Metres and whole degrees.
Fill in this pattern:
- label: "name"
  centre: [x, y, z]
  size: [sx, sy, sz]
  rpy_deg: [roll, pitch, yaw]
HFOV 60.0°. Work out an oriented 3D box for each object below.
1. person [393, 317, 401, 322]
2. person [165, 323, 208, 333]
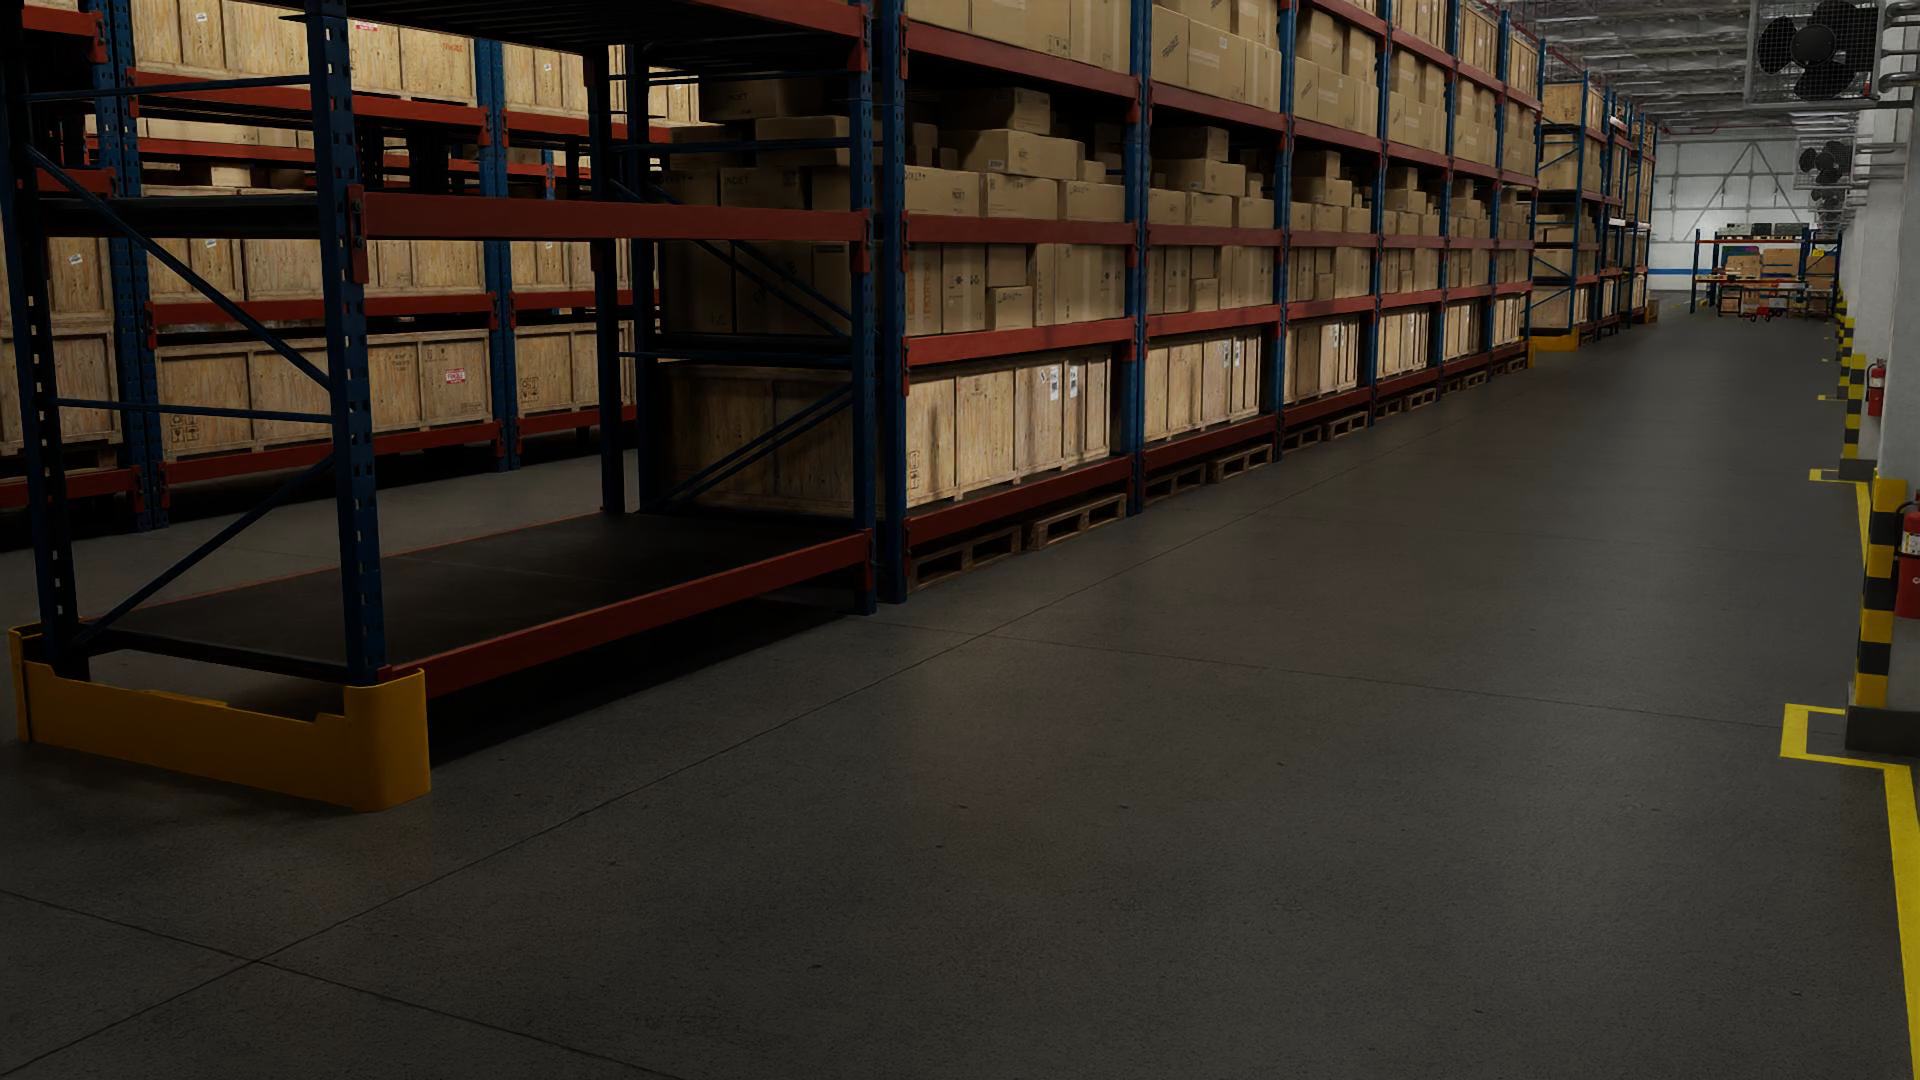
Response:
- label: "person"
  centre: [-10.480, -3.922, 30.679]
  size: [0.318, 1.630, 0.513]
  rpy_deg: [-4, 11, -24]
- label: "person"
  centre: [-8.452, -1.843, 18.174]
  size: [0.585, 1.792, 0.922]
  rpy_deg: [7, 12, 35]
